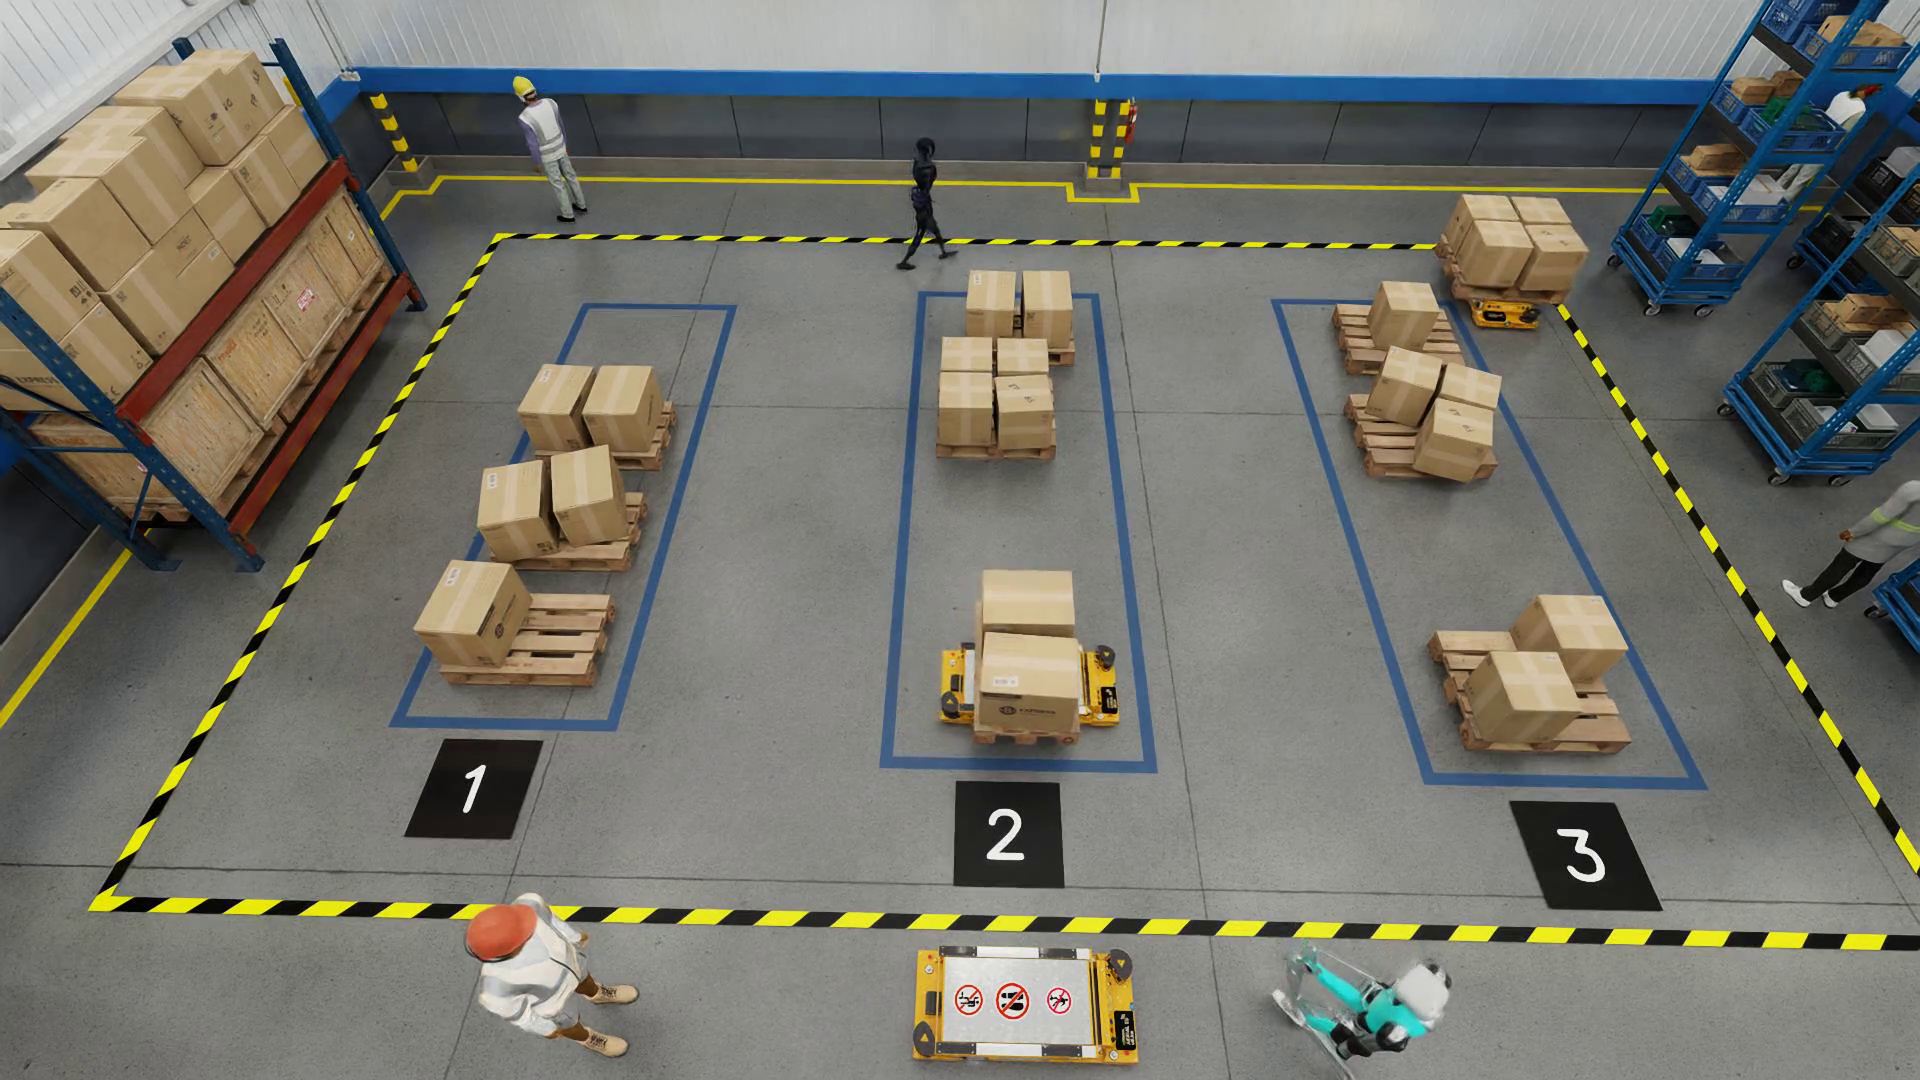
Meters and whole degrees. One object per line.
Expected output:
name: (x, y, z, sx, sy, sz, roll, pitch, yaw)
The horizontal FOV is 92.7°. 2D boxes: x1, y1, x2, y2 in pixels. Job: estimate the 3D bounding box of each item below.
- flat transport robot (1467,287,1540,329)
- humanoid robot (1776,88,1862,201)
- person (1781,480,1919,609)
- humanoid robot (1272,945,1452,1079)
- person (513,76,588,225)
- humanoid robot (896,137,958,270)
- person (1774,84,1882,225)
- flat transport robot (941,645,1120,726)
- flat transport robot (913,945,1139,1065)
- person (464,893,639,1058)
flat transport robot: (6.370, -3.061, 10.963, 0.652, 0.197, 1.431, 4, 51, 3)
humanoid robot: (10.776, -4.904, 11.577, 0.593, 1.637, 0.548, 28, 56, 21)
person: (7.619, -0.070, 7.521, 0.589, 1.853, 0.370, 4, 51, 3)
humanoid robot: (2.253, 2.708, 5.334, 0.558, 1.739, 1.046, -34, 59, -25)
person: (-5.118, -4.837, 11.427, 0.404, 1.822, 0.586, 22, 54, 17)
humanoid robot: (-0.406, -3.967, 10.844, 0.802, 1.620, 0.609, -8, 51, -6)
person: (10.737, -4.886, 11.452, 0.391, 1.844, 0.562, 6, 51, 5)
flat transport robot: (0.568, 1.174, 7.511, 1.431, 0.197, 0.652, 1, 51, 1)
flat transport robot: (0.422, 3.041, 6.007, 1.431, 0.231, 0.659, 1, 51, 1)
person: (-2.321, 2.525, 5.282, 0.369, 2.046, 0.606, 0, 51, 0)
